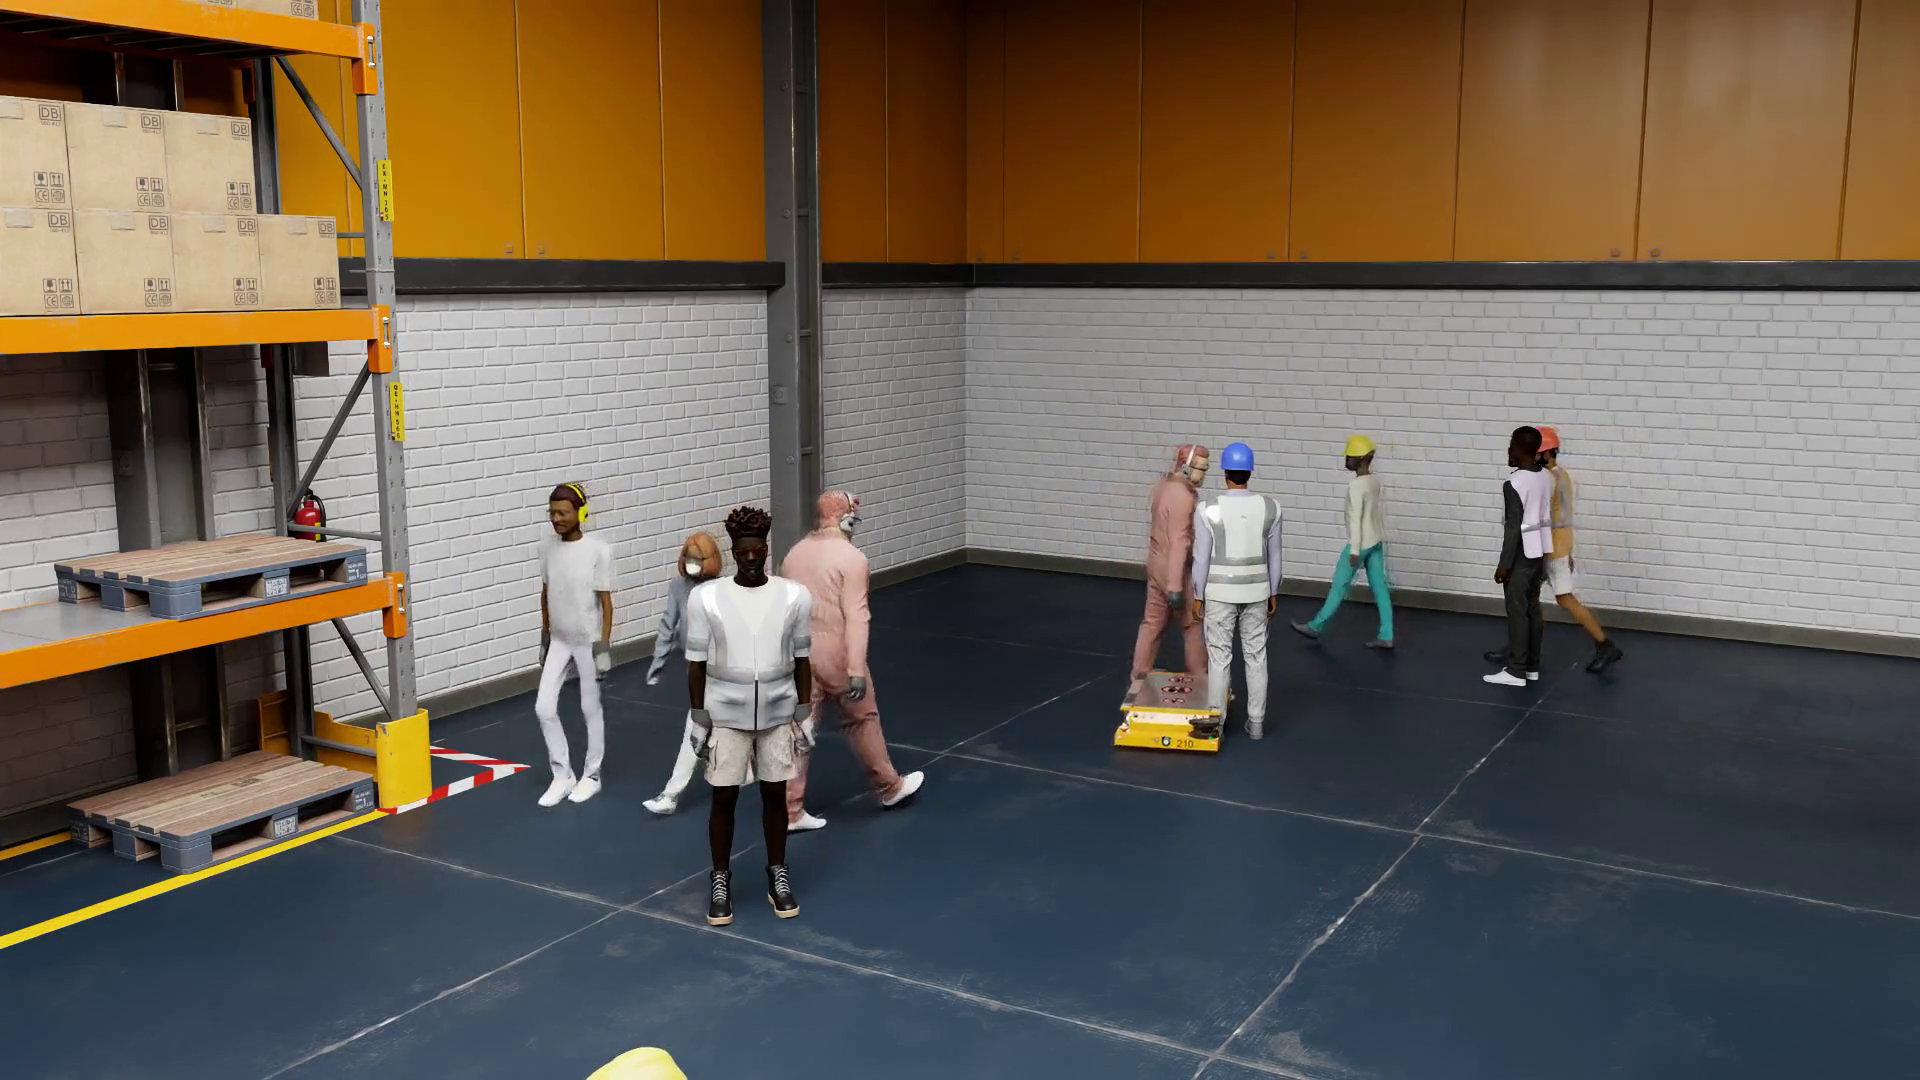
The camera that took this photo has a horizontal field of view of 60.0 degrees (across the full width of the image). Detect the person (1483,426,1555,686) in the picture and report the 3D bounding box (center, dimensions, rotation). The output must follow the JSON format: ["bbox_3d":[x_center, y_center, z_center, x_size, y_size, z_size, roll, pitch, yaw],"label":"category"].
[{"bbox_3d":[4.154,0.117,12.266,0.392,1.922,0.591,8,12,42],"label":"person"}]

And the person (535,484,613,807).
[{"bbox_3d":[-2.221,0.607,9.413,0.563,1.850,0.602,3,10,19],"label":"person"}]

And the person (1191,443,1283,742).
[{"bbox_3d":[1.786,0.343,10.770,0.605,1.948,0.384,-2,9,-9],"label":"person"}]

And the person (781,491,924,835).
[{"bbox_3d":[-0.643,0.658,9.142,0.707,1.835,1.001,8,12,42],"label":"person"}]

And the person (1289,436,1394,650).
[{"bbox_3d":[3.153,0.020,13.470,0.896,1.723,0.549,7,12,38],"label":"person"}]

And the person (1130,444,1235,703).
[{"bbox_3d":[1.575,0.251,11.615,0.843,1.850,0.738,-1,9,-7],"label":"person"}]

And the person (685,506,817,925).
[{"bbox_3d":[-0.974,0.811,7.789,0.604,1.966,0.367,-3,9,-16],"label":"person"}]

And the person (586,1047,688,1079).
[{"bbox_3d":[-0.531,1.713,2.797,0.524,1.764,0.329,2,9,10],"label":"person"}]

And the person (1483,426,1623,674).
[{"bbox_3d":[4.586,0.075,12.680,0.986,1.886,0.555,4,10,24],"label":"person"}]

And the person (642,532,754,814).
[{"bbox_3d":[-1.476,0.738,9.438,0.504,1.579,0.902,8,12,41],"label":"person"}]

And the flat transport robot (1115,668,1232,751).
[{"bbox_3d":[1.454,1.117,11.157,0.652,0.197,1.431,2,9,12],"label":"flat transport robot"}]
